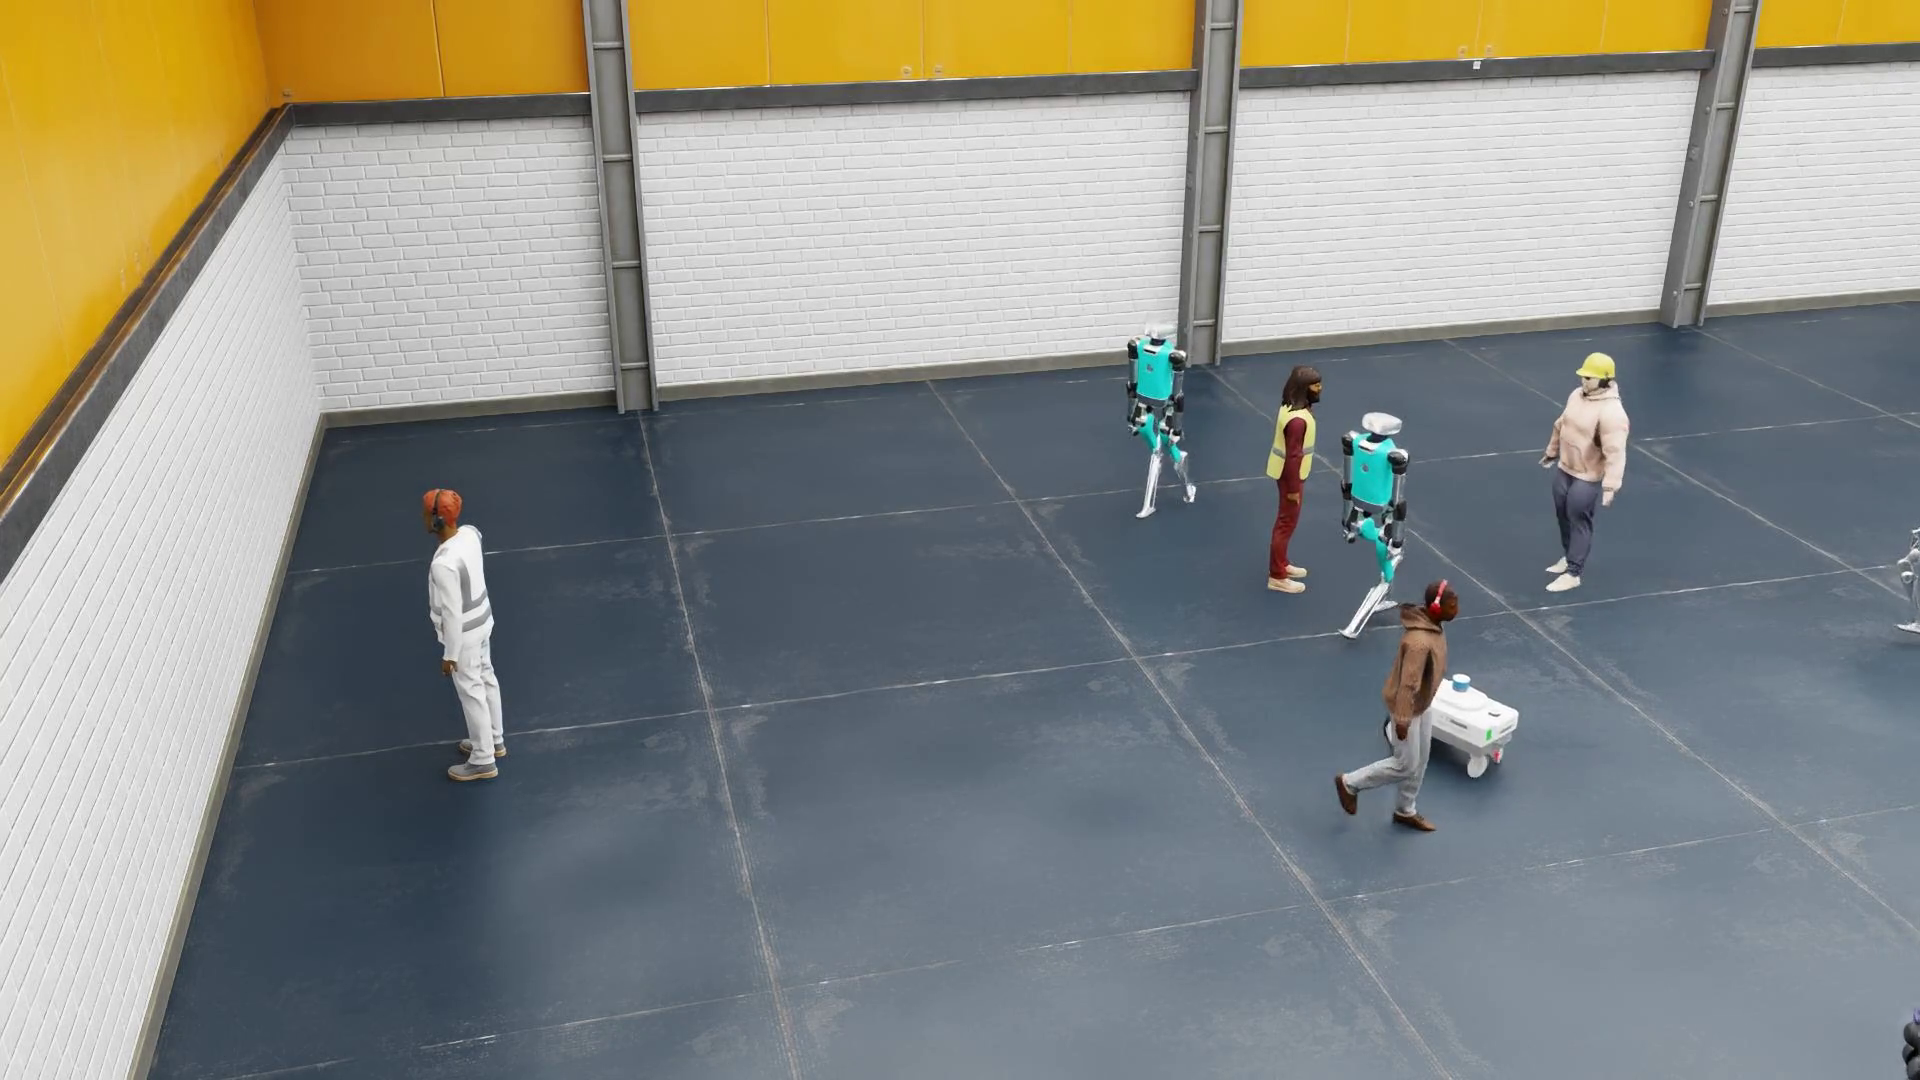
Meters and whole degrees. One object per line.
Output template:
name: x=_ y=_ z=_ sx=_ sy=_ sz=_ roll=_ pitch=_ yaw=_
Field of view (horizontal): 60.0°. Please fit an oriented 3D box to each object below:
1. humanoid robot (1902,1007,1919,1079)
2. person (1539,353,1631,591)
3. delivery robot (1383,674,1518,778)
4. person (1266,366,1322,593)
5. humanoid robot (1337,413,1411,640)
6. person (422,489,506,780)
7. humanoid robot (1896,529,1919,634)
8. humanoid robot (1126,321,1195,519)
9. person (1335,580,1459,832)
humanoid robot: x=3.965 y=2.134 z=6.787 sx=0.560 sy=1.644 sz=0.600 roll=3 pitch=24 yaw=7
person: x=4.711 y=-0.516 z=12.591 sx=0.480 sy=1.888 sz=0.815 roll=-6 pitch=24 yaw=-13
delivery robot: x=3.095 y=1.123 z=10.467 sx=0.508 sy=0.605 sz=0.777 roll=-18 pitch=30 yaw=-36
person: x=2.502 y=-0.472 z=12.577 sx=0.368 sy=1.765 sz=0.468 roll=5 pitch=24 yaw=11
humanoid robot: x=3.024 y=-0.119 z=11.813 sx=1.027 sy=1.730 sz=0.546 roll=-18 pitch=30 yaw=-35
person: x=-3.014 y=0.569 z=10.067 sx=0.360 sy=1.882 sz=0.572 roll=1 pitch=24 yaw=2
humanoid robot: x=6.958 y=-0.001 z=11.553 sx=0.980 sy=1.739 sz=0.539 roll=9 pitch=25 yaw=19
humanoid robot: x=1.773 y=-1.015 z=13.925 sx=0.567 sy=1.828 sz=0.895 roll=17 pitch=29 yaw=34
person: x=2.508 y=0.936 z=9.524 sx=0.538 sy=1.628 sz=0.488 roll=13 pitch=27 yaw=26
